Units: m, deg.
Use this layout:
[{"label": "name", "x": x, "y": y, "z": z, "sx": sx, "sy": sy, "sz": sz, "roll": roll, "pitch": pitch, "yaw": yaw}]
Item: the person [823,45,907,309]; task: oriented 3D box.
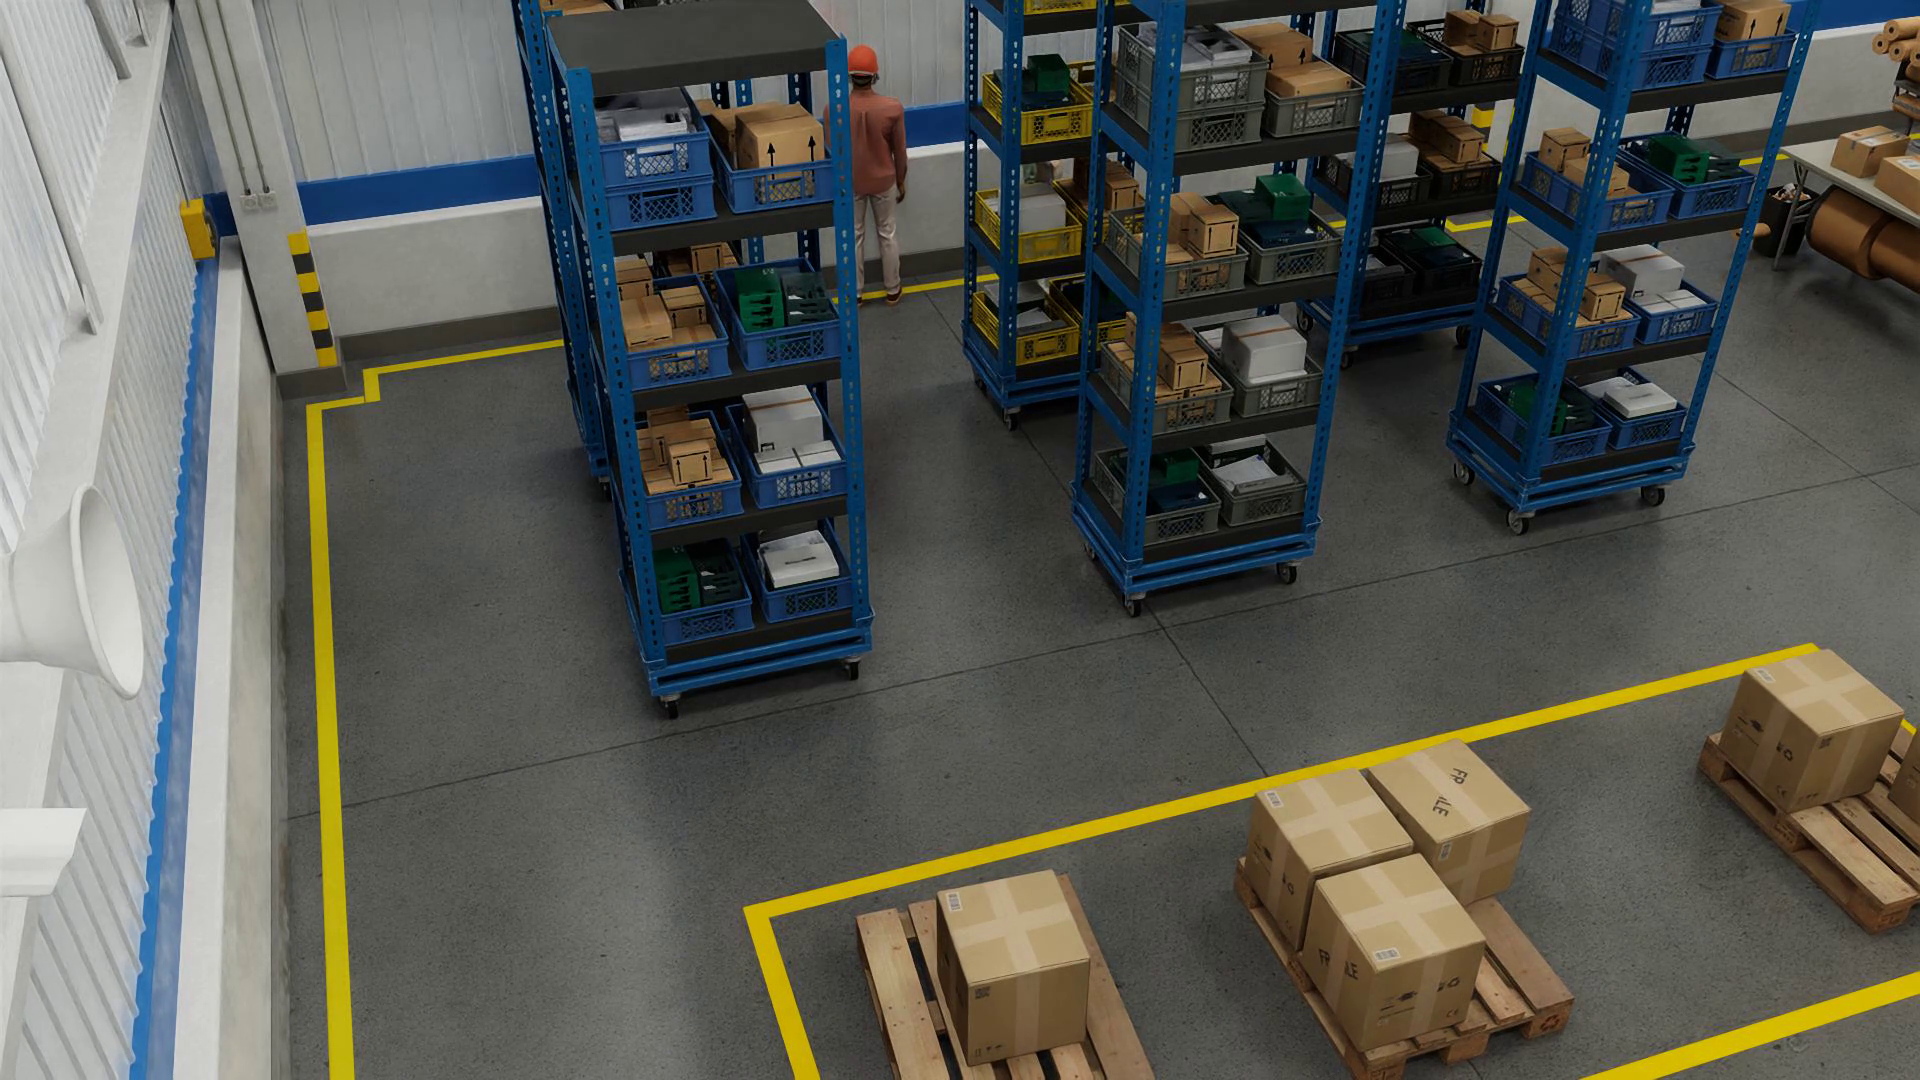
[{"label": "person", "x": -0.694, "y": -2.671, "z": 12.334, "sx": 0.612, "sy": 1.996, "sz": 0.388, "roll": -3, "pitch": 35, "yaw": -4}]

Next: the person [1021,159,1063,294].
[{"label": "person", "x": 0.597, "y": -2.505, "z": 12.404, "sx": 0.311, "sy": 1.639, "sz": 0.512, "roll": 14, "pitch": 38, "yaw": 20}]
